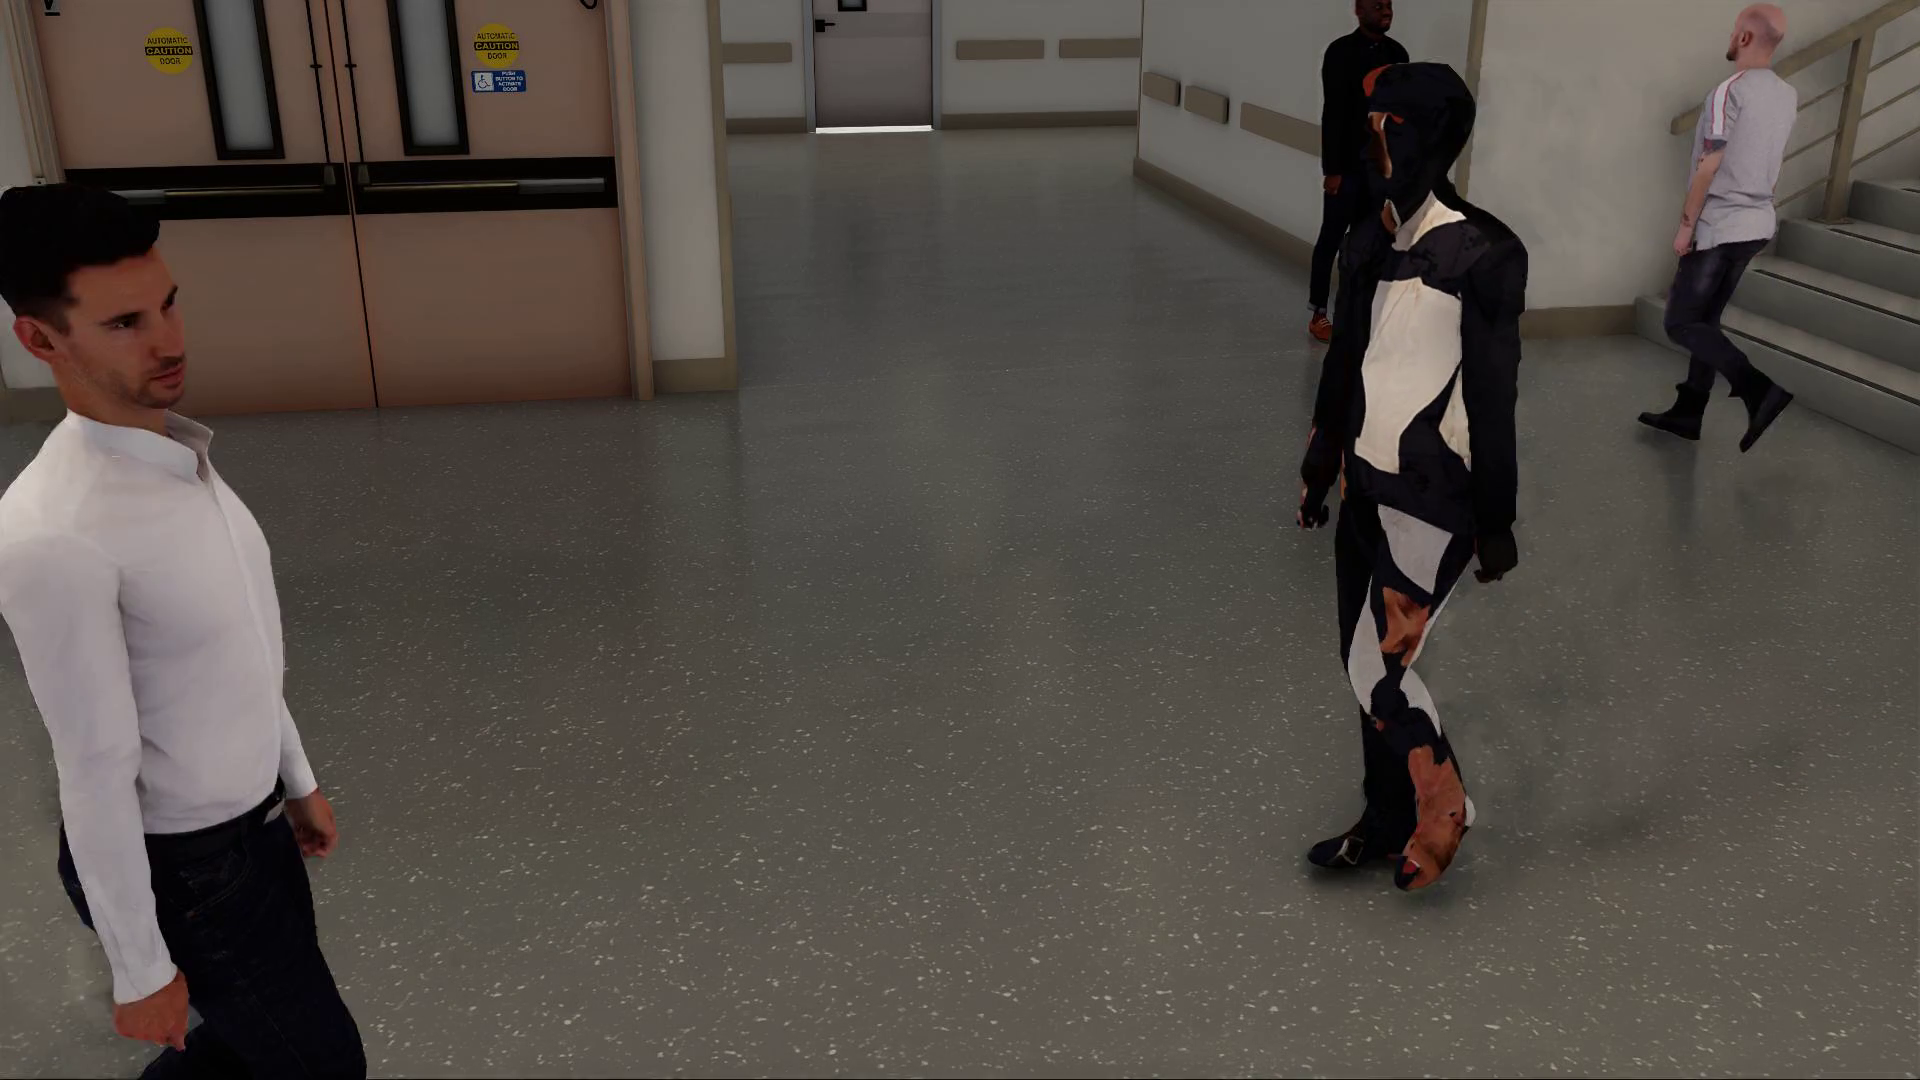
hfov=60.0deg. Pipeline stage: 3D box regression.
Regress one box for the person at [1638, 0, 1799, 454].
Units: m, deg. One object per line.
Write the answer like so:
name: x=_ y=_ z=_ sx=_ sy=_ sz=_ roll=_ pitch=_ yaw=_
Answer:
person: x=3.214 y=-1.240 z=6.840 sx=1.039 sy=1.815 sz=0.983 roll=-14 pitch=25 yaw=-32

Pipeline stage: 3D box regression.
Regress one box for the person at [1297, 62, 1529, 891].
person: x=1.075 y=-0.089 z=3.713 sx=0.735 sy=1.876 sz=0.775 roll=-10 pitch=23 yaw=-24

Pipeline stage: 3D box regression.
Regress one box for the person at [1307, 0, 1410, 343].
person: x=2.096 y=-1.980 z=8.791 sx=0.668 sy=1.818 sz=0.824 roll=-11 pitch=24 yaw=-27

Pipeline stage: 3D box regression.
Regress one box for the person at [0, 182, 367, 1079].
person: x=-1.155 y=0.442 z=2.309 sx=0.912 sy=1.840 sz=0.648 roll=-4 pitch=21 yaw=-10
